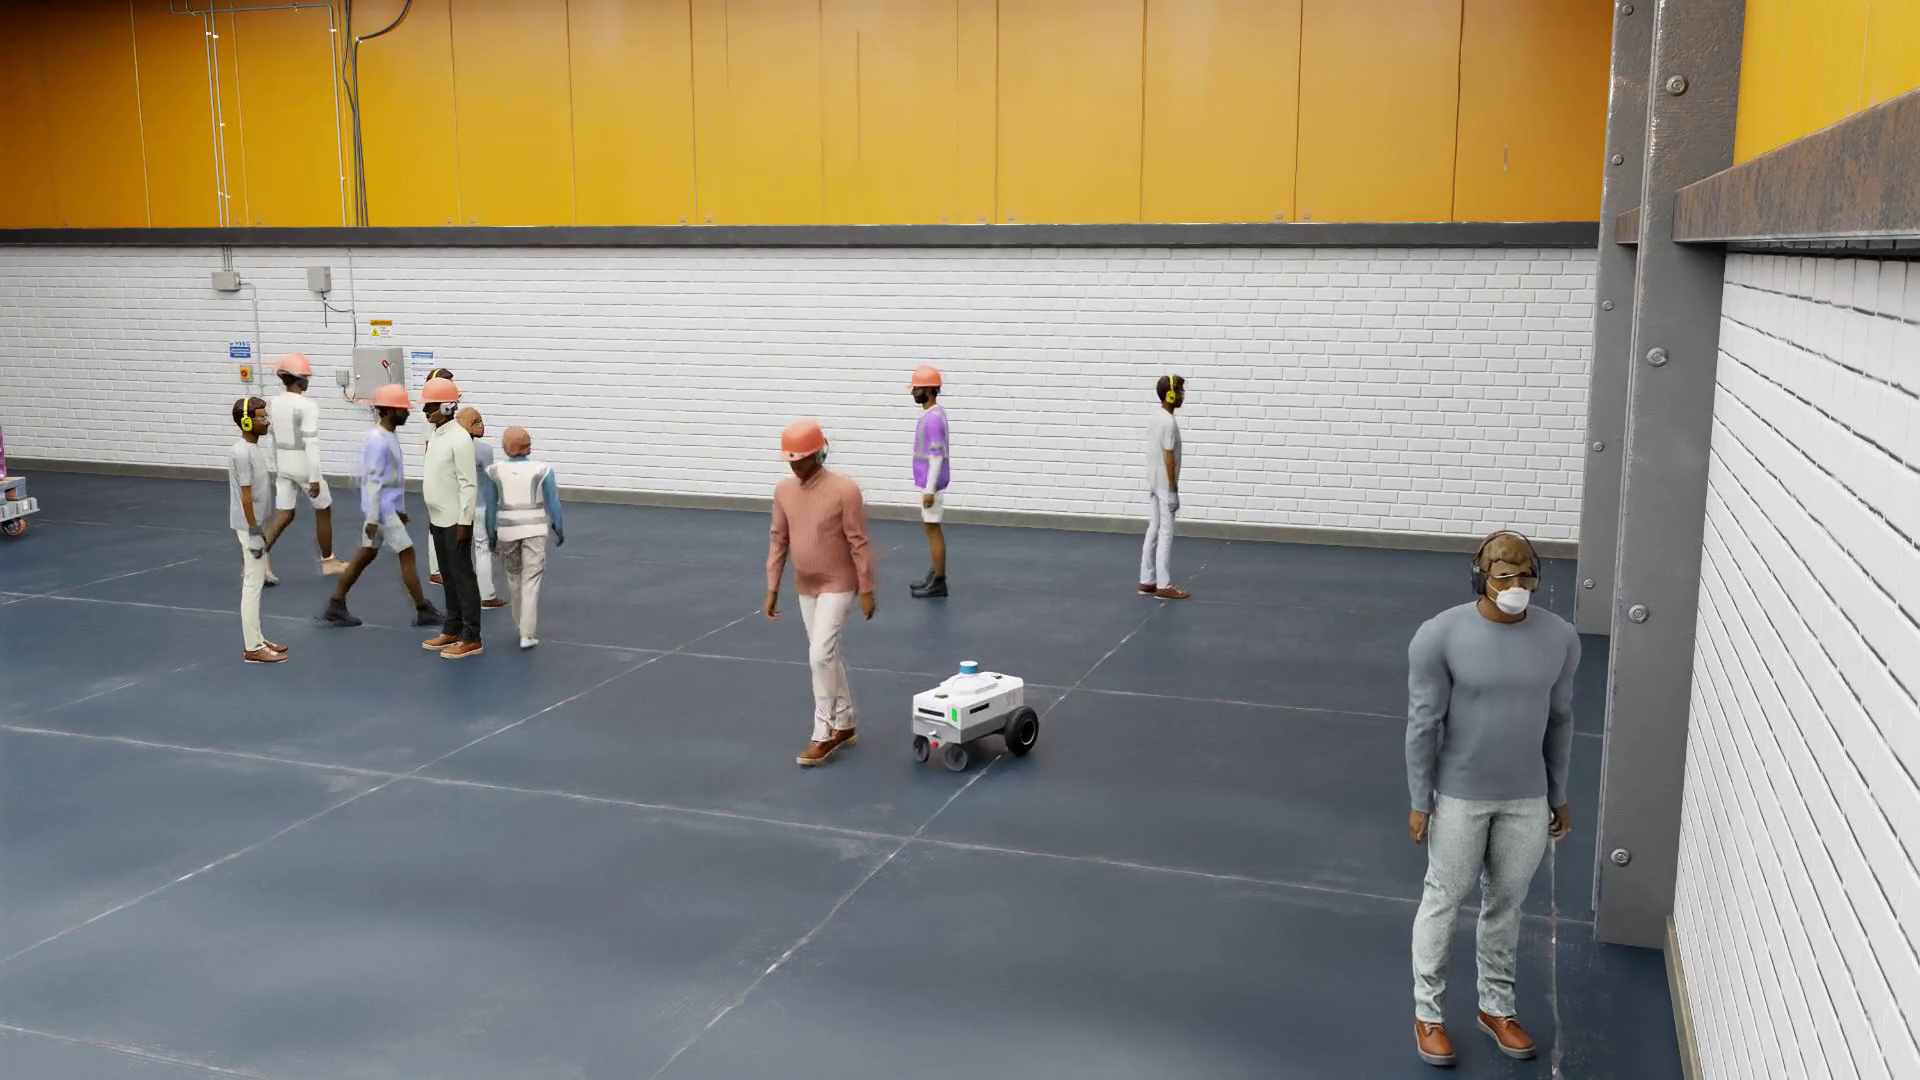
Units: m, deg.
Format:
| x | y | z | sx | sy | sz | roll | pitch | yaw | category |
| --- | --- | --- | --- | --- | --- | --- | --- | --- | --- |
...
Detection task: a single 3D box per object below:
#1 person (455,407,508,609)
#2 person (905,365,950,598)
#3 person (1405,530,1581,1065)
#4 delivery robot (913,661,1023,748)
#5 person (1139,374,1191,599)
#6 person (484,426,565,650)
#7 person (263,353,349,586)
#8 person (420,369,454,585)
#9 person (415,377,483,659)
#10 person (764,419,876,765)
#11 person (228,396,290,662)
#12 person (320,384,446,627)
| x | y | z | sx | sy | sz | roll | pitch | yaw | category |
| --- | --- | --- | --- | --- | --- | --- | --- | --- | --- |
| -3.926 | -0.255 | 13.399 | 0.498 | 1.634 | 0.278 | 3 | 11 | 18 | person |
| -0.270 | -0.487 | 13.854 | 0.371 | 1.935 | 0.550 | -1 | 10 | -3 | person |
| 1.895 | 0.915 | 5.955 | 0.630 | 1.938 | 0.366 | -1 | 10 | -8 | person |
| 0.050 | 0.935 | 9.475 | 0.477 | 0.478 | 0.707 | 7 | 12 | 36 | delivery robot |
| 1.705 | -0.444 | 13.811 | 0.329 | 1.870 | 0.527 | -2 | 10 | -13 | person |
| -3.191 | -0.037 | 12.250 | 0.528 | 1.602 | 0.811 | 0 | 10 | -1 | person |
| -5.775 | -0.612 | 14.380 | 0.623 | 2.006 | 1.002 | 5 | 11 | 27 | person |
| -4.454 | -0.549 | 14.393 | 0.314 | 1.869 | 0.536 | 1 | 10 | 4 | person |
| -3.643 | -0.161 | 11.854 | 0.382 | 1.993 | 0.622 | -8 | 13 | -37 | person |
| -0.847 | 0.284 | 9.434 | 0.629 | 1.955 | 0.729 | 8 | 13 | 38 | person |
| -4.958 | -0.076 | 11.725 | 0.333 | 1.873 | 0.520 | -3 | 11 | -18 | person |
| -4.447 | -0.251 | 12.706 | 0.999 | 1.886 | 0.545 | -2 | 10 | -14 | person |
